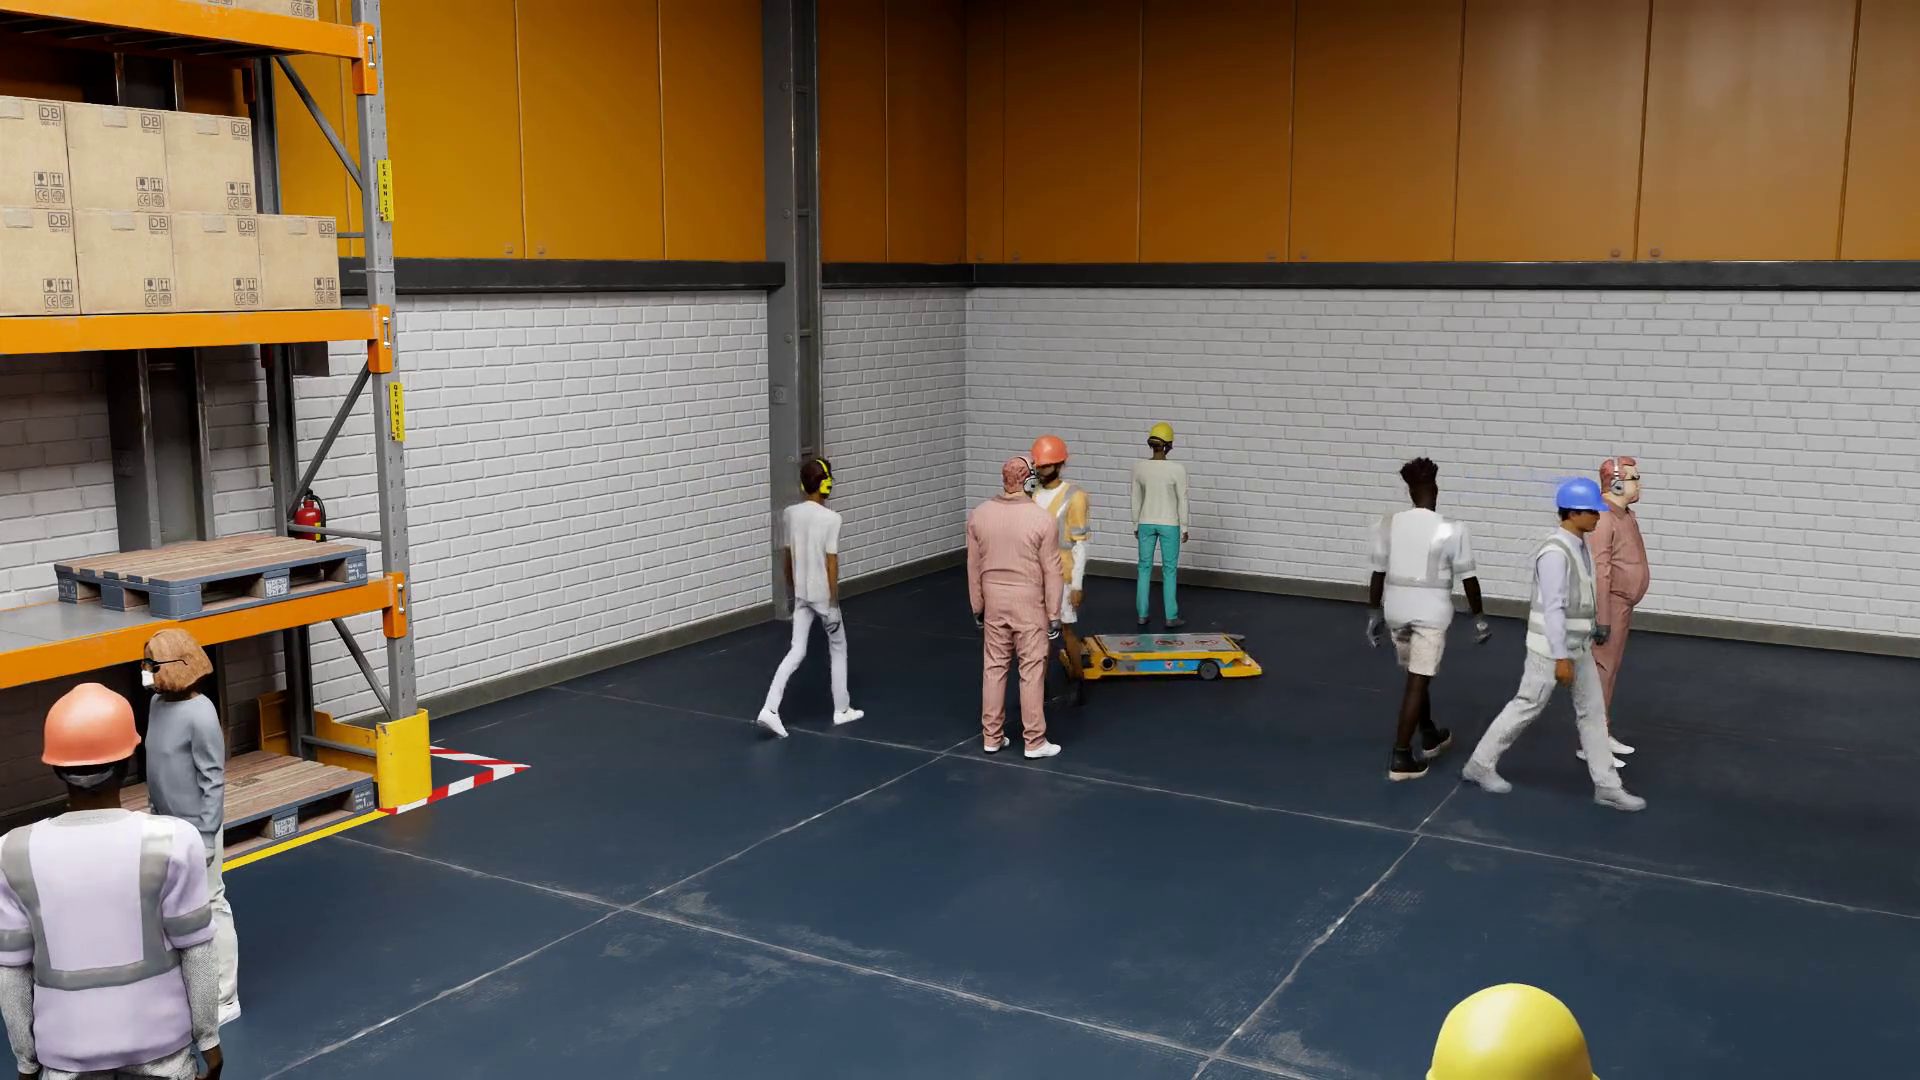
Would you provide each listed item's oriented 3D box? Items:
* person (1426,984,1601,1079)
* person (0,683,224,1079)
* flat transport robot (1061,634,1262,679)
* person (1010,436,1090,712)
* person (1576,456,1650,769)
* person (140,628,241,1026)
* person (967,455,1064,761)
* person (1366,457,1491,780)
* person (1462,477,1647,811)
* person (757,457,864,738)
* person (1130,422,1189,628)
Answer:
[{"bbox_3d":[0.844,1.645,2.709,0.364,1.927,0.587,-6,11,-32],"label":"person"},{"bbox_3d":[-2.302,1.343,4.544,0.546,1.942,0.353,-3,9,-15],"label":"person"},{"bbox_3d":[1.515,0.877,12.656,1.431,0.197,0.652,-1,9,-3],"label":"flat transport robot"},{"bbox_3d":[0.663,0.239,11.545,0.561,1.930,0.660,8,12,40],"label":"person"},{"bbox_3d":[4.044,0.435,10.309,0.409,1.913,0.648,5,11,31],"label":"person"},{"bbox_3d":[-3.110,1.156,6.673,0.500,1.633,0.282,7,12,39],"label":"person"},{"bbox_3d":[0.369,0.419,10.423,0.651,1.906,0.403,5,11,31],"label":"person"},{"bbox_3d":[2.884,0.457,10.149,0.938,1.905,0.662,-8,12,-42],"label":"person"},{"bbox_3d":[3.394,0.574,9.507,1.007,1.903,0.640,7,12,38],"label":"person"},{"bbox_3d":[-1.003,0.375,10.942,0.530,1.839,0.910,6,11,35],"label":"person"},{"bbox_3d":[1.712,-0.124,14.250,0.525,1.769,0.310,5,10,26],"label":"person"}]
